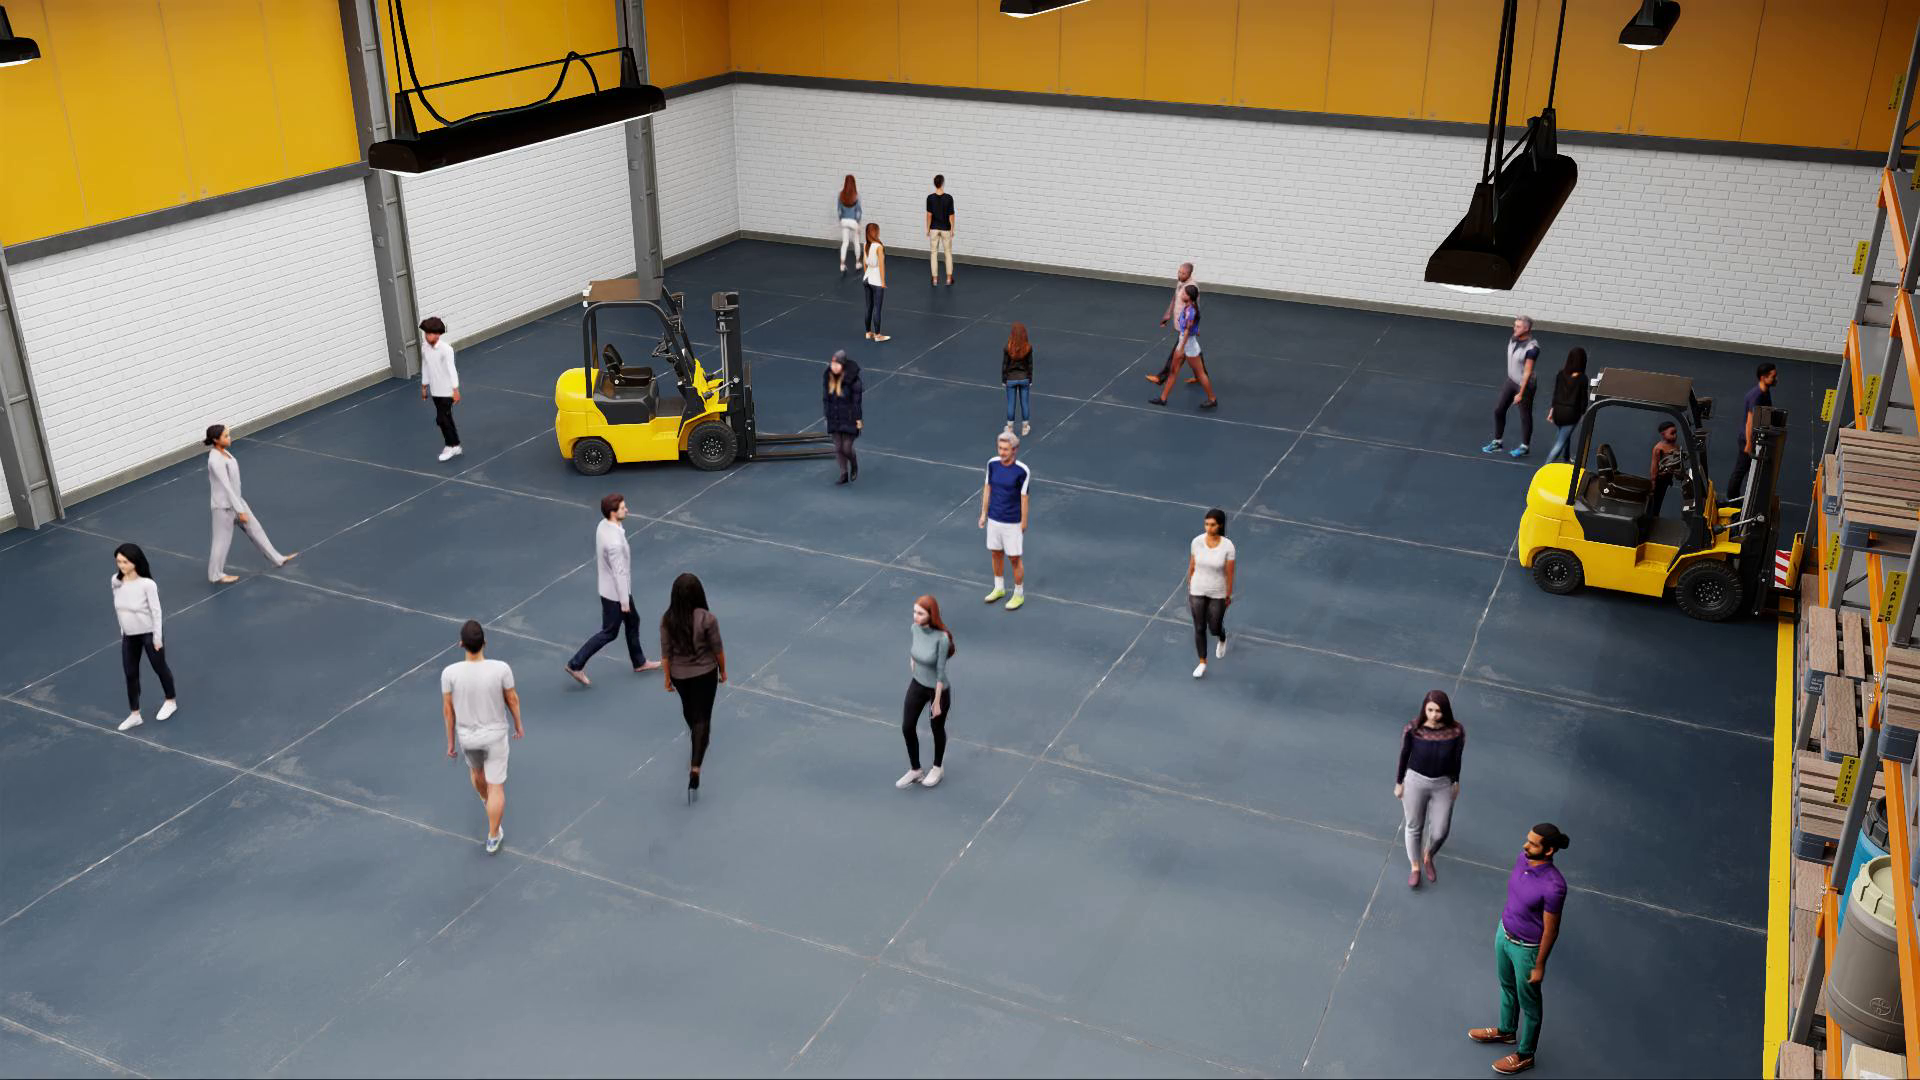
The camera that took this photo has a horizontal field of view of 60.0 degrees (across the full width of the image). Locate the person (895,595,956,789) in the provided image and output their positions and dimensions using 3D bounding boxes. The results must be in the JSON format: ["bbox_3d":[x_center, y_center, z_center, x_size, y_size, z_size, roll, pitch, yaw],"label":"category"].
[{"bbox_3d":[-0.183,1.214,13.495,0.682,1.729,0.757,18,29,35],"label":"person"}]

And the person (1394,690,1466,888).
[{"bbox_3d":[3.462,1.807,12.298,0.662,1.602,0.640,5,24,12],"label":"person"}]

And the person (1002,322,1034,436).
[{"bbox_3d":[0.742,-2.068,21.314,0.621,1.481,0.640,-3,24,-6],"label":"person"}]

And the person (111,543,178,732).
[{"bbox_3d":[-7.086,0.780,14.540,0.744,1.689,0.857,5,24,12],"label":"person"}]

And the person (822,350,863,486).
[{"bbox_3d":[-1.337,-1.456,19.681,0.665,1.667,0.668,11,26,24],"label":"person"}]

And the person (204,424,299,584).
[{"bbox_3d":[-7.612,-0.338,17.094,1.120,1.691,1.137,-6,24,-13],"label":"person"}]

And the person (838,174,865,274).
[{"bbox_3d":[-1.948,-5.445,28.788,0.731,1.684,1.032,7,24,15],"label":"person"}]

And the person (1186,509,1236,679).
[{"bbox_3d":[2.319,0.462,15.335,0.580,1.634,0.757,12,26,25],"label":"person"}]

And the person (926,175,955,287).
[{"bbox_3d":[-0.326,-5.234,28.090,0.700,1.856,0.669,1,24,2],"label":"person"}]

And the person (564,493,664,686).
[{"bbox_3d":[-3.226,0.466,15.094,1.228,1.820,1.175,-7,25,-16],"label":"person"}]

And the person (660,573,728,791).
[{"bbox_3d":[-2.174,1.179,13.489,0.919,1.800,1.236,2,24,5],"label":"person"}]

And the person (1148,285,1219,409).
[{"bbox_3d":[3.128,-2.517,22.084,0.999,1.686,1.180,0,24,0],"label":"person"}]

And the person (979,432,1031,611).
[{"bbox_3d":[0.461,-0.236,16.684,0.674,1.834,0.660,15,28,31],"label":"person"}]

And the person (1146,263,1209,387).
[{"bbox_3d":[3.226,-2.956,22.997,1.199,1.760,1.239,-4,24,-8],"label":"person"}]

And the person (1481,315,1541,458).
[{"bbox_3d":[7.003,-1.894,20.518,0.985,1.800,0.924,-10,25,-21],"label":"person"}]

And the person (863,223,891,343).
[{"bbox_3d":[-1.310,-3.897,25.120,0.649,1.785,0.654,-19,30,-37],"label":"person"}]

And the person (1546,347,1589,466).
[{"bbox_3d":[7.183,-1.468,19.779,1.152,1.611,0.908,-18,29,-35],"label":"person"}]

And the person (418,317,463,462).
[{"bbox_3d":[-6.324,-1.892,20.516,0.708,1.798,0.687,15,28,31],"label":"person"}]

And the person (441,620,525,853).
[{"bbox_3d":[-3.638,1.529,12.663,1.094,1.820,1.236,-4,24,-9],"label":"person"}]

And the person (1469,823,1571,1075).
[{"bbox_3d":[3.561,2.528,10.442,0.787,1.768,0.700,-5,24,-10],"label":"person"}]

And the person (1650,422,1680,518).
[{"bbox_3d":[7.805,-0.722,18.518,0.581,1.254,0.666,-14,27,-28],"label":"person"}]

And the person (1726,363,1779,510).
[{"bbox_3d":[8.952,-1.158,18.842,0.746,1.793,0.535,16,28,33],"label":"person"}]
